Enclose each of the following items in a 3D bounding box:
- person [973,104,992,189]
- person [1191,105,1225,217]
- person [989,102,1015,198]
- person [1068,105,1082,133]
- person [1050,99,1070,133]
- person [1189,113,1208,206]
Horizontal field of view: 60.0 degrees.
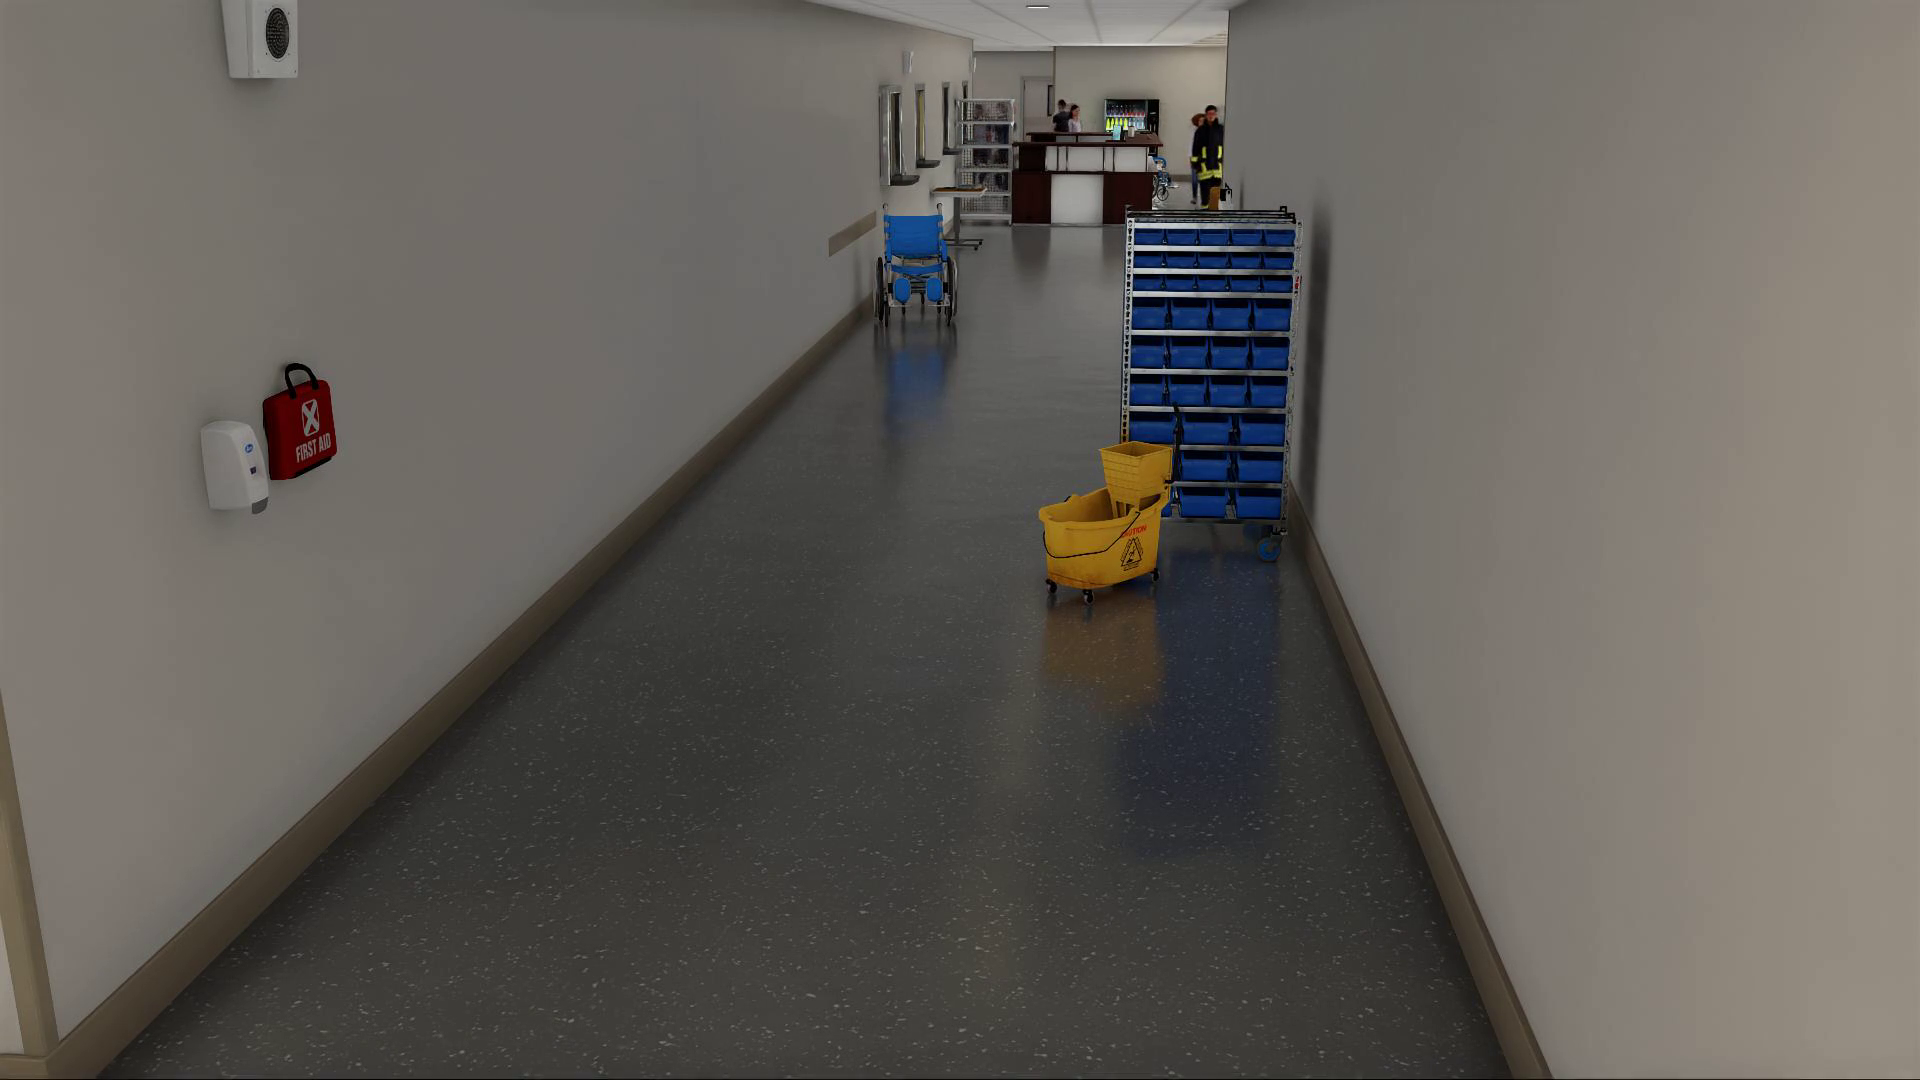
[{"bbox_3d":[0.344,-7.811,33.415,1.007,1.776,1.007,4,16,15],"label":"person"},{"bbox_3d":[4.111,-6.160,27.307,0.722,1.914,0.847,1,16,4],"label":"person"},{"bbox_3d":[0.893,-7.774,33.170,0.941,1.839,0.737,-15,21,-42],"label":"person"},{"bbox_3d":[2.484,-8.680,36.573,0.685,1.735,0.679,10,19,33],"label":"person"},{"bbox_3d":[2.337,-8.897,37.241,1.162,1.791,1.188,-11,19,-35],"label":"person"},{"bbox_3d":[4.537,-7.096,31.091,1.130,1.662,0.868,4,16,14],"label":"person"}]
